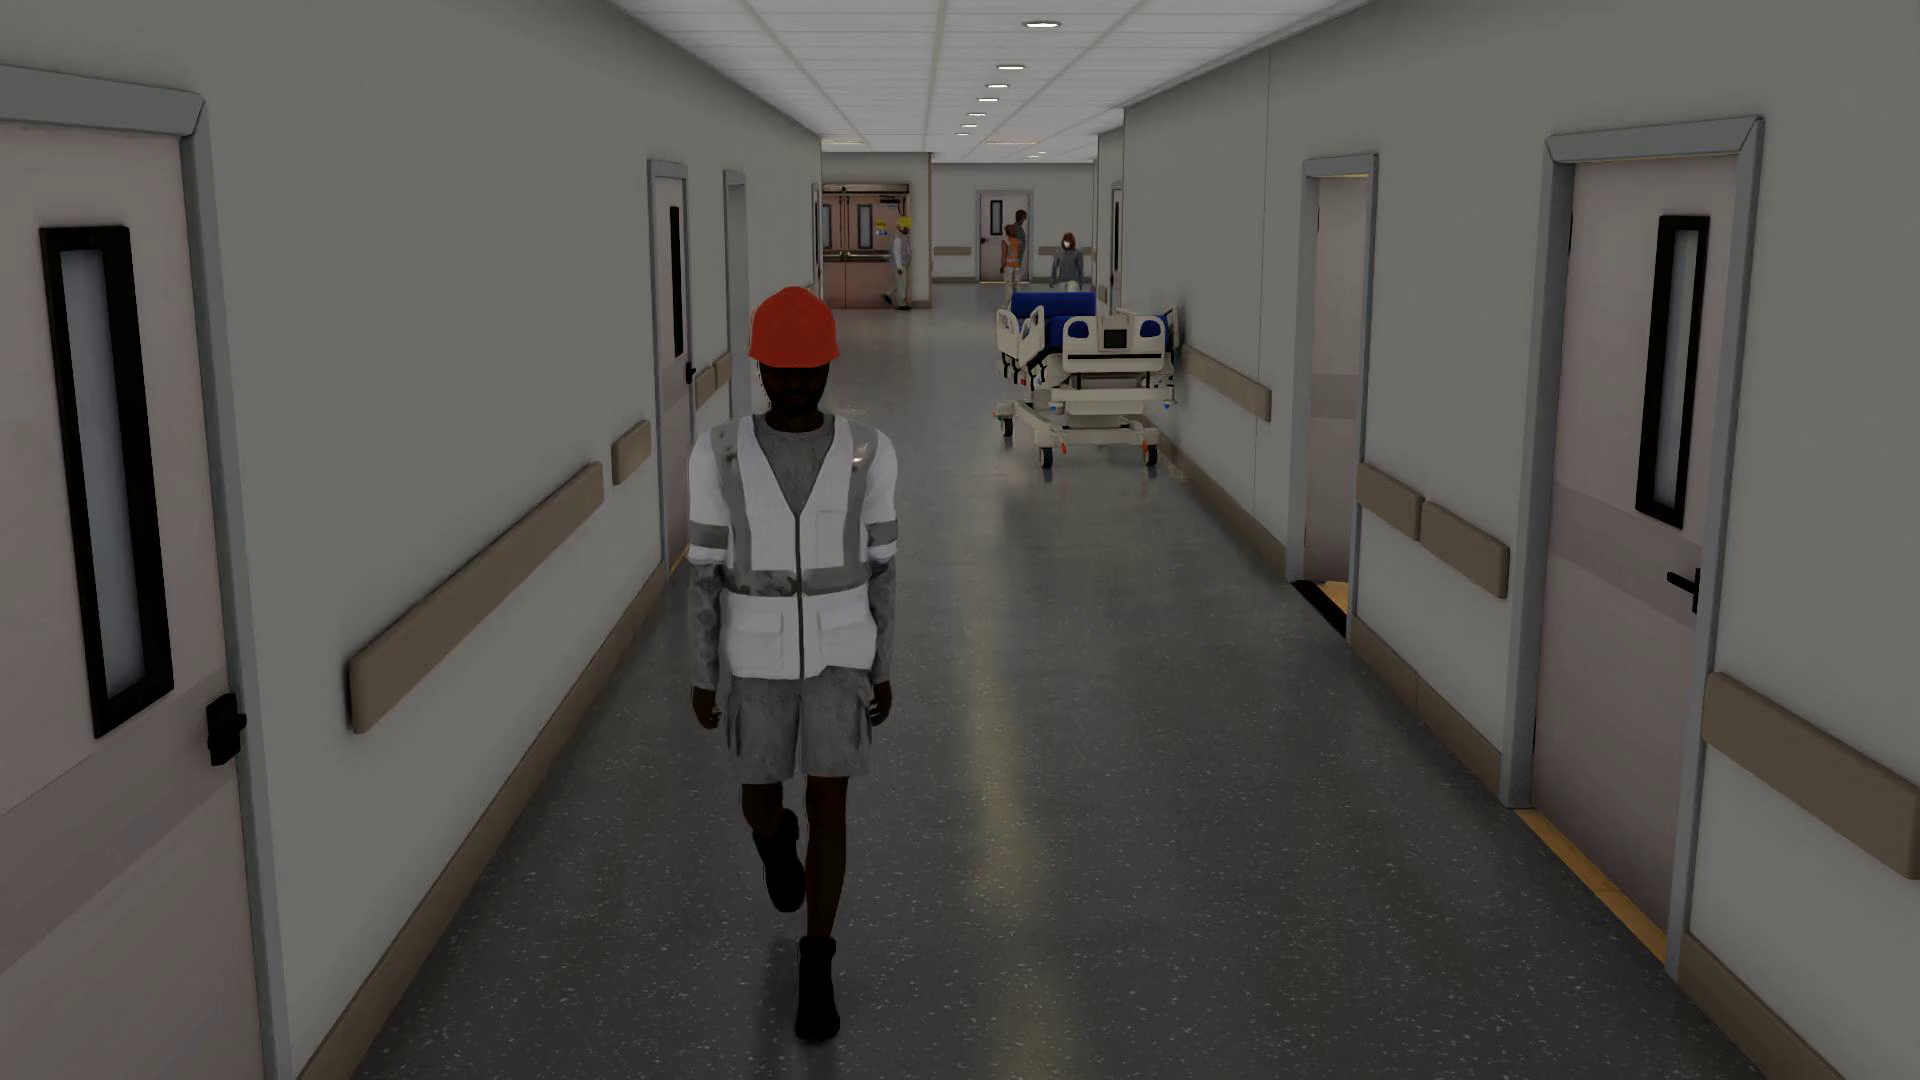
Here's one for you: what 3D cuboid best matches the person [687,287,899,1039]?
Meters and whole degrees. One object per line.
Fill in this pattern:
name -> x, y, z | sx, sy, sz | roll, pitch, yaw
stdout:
person -> -0.438, 0.281, 4.440 | 0.557, 1.918, 0.776 | -2, 12, -7

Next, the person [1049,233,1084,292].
person -> 1.747, -4.199, 27.074 | 0.502, 1.586, 0.872 | 6, 13, 27

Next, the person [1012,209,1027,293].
person -> 1.147, -5.523, 32.696 | 0.386, 1.927, 0.641 | 0, 12, 2

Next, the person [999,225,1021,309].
person -> 1.006, -5.321, 32.446 | 0.571, 1.627, 0.312 | -11, 16, -42

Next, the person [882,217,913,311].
person -> -1.167, -5.271, 31.789 | 0.590, 1.793, 0.630 | 1, 12, 7
